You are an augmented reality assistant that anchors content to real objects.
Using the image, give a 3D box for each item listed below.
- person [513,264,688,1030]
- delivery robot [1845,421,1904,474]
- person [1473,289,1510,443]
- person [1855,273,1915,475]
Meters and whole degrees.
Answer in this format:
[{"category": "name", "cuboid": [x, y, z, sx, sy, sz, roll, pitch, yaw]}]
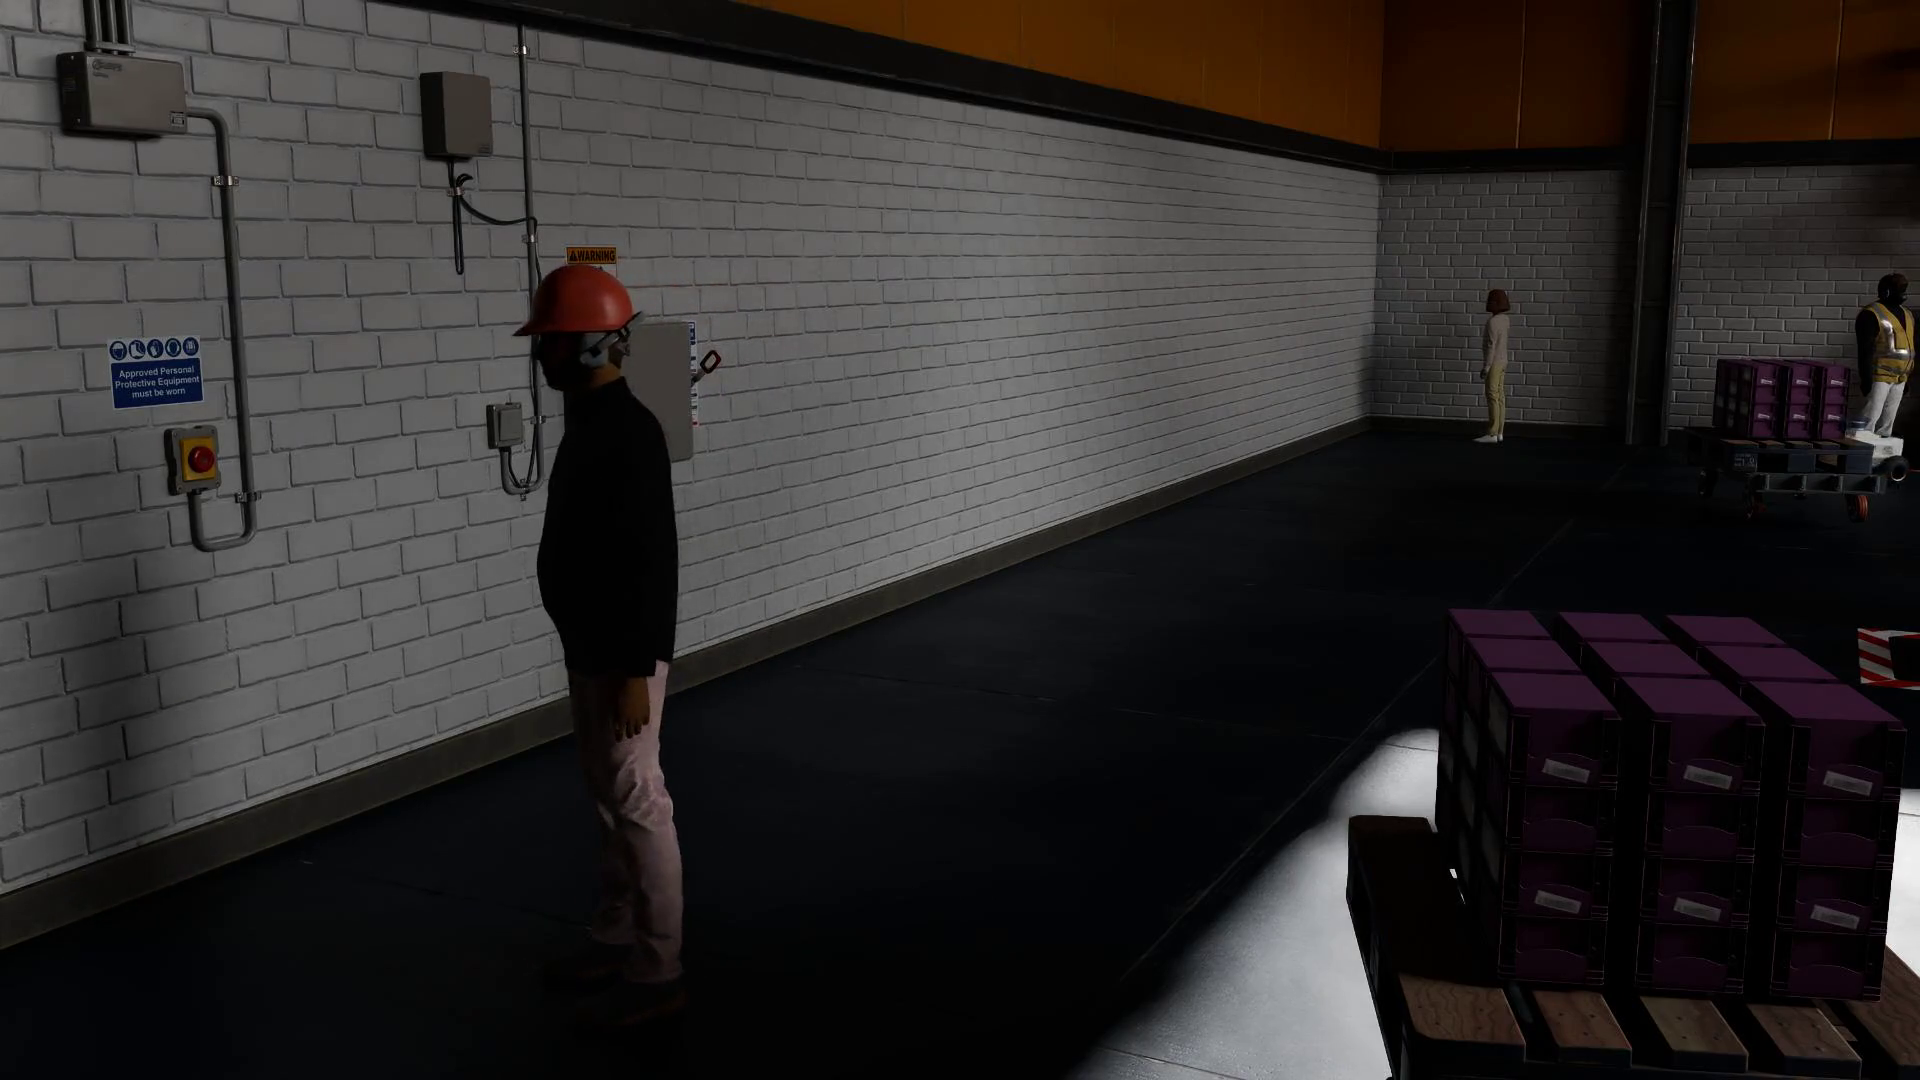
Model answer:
[{"category": "person", "cuboid": [-0.940, 0.279, 4.391, 0.394, 1.992, 0.622, -5, 11, -25]}, {"category": "delivery robot", "cuboid": [7.800, -0.789, 14.470, 0.707, 0.478, 0.477, -1, 10, -8]}, {"category": "person", "cuboid": [5.702, -1.856, 17.789, 0.280, 1.636, 0.500, 7, 12, 34]}, {"category": "person", "cuboid": [8.202, -1.433, 14.748, 0.625, 1.844, 0.429, -5, 11, -29]}]
